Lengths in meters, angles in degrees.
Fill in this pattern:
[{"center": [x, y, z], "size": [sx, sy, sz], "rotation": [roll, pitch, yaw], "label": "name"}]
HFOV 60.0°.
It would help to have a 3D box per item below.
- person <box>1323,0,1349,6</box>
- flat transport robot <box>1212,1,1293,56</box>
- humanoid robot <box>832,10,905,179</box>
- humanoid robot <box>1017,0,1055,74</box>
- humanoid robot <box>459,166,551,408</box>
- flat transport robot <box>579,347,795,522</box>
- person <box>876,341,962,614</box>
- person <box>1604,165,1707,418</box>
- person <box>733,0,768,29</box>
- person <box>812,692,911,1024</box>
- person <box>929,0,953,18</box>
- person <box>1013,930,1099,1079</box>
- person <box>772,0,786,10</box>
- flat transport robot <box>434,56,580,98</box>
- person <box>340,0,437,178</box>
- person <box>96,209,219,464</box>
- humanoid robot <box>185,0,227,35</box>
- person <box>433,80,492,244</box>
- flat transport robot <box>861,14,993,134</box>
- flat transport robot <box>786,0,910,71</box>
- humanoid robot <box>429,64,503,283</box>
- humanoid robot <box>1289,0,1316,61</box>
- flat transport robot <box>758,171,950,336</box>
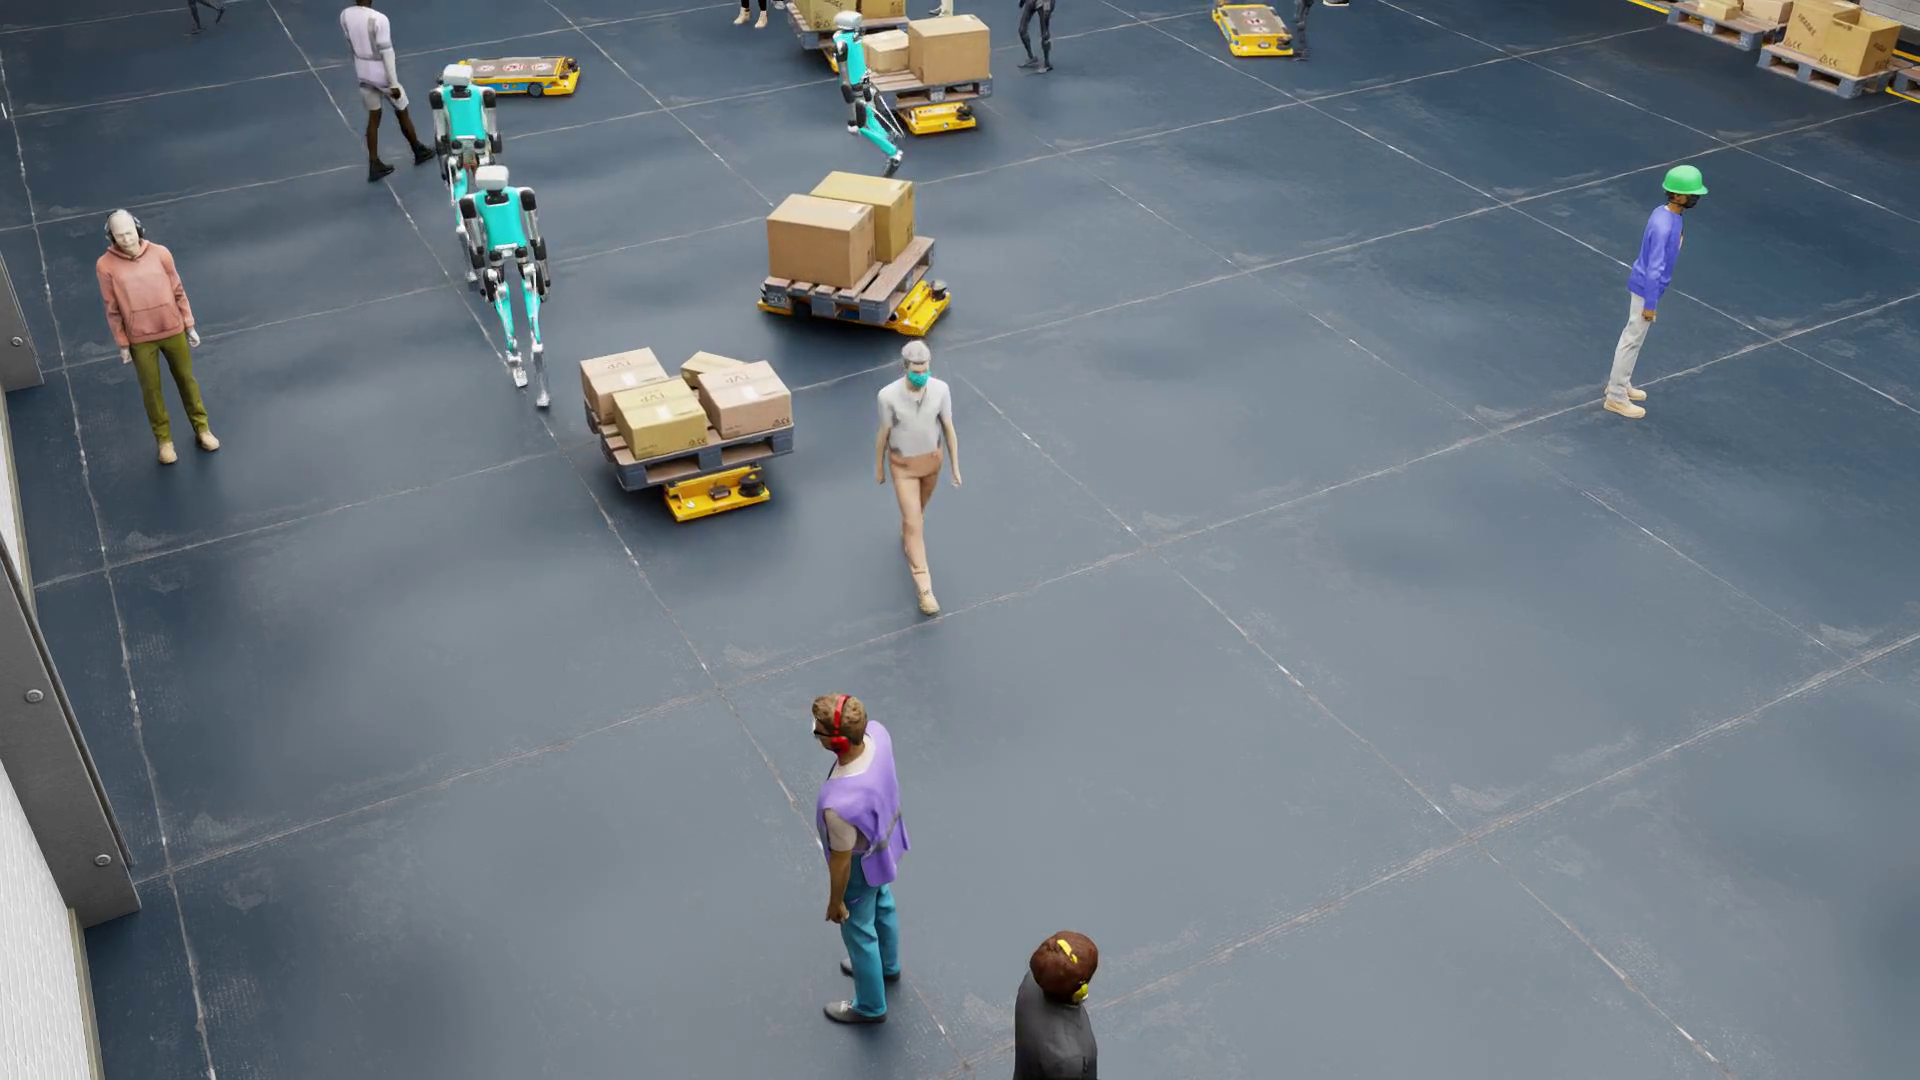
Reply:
[{"center": [4.563, -7.353, 19.757], "size": [0.411, 1.949, 0.601], "rotation": [8, 36, 12], "label": "person"}, {"center": [3.354, -5.873, 19.100], "size": [0.659, 0.231, 1.431], "rotation": [-2, 35, -3], "label": "flat transport robot"}, {"center": [-0.731, -3.808, 14.872], "size": [0.762, 1.775, 0.544], "rotation": [8, 36, 12], "label": "humanoid robot"}, {"center": [0.837, -5.858, 17.853], "size": [0.339, 1.649, 0.590], "rotation": [-20, 40, -26], "label": "humanoid robot"}, {"center": [-3.201, -1.743, 11.944], "size": [0.551, 1.780, 0.881], "rotation": [-8, 36, -12], "label": "humanoid robot"}, {"center": [-1.873, -0.621, 11.603], "size": [0.659, 0.231, 1.431], "rotation": [-15, 38, -20], "label": "flat transport robot"}, {"center": [-0.260, -0.480, 10.167], "size": [0.486, 1.691, 0.944], "rotation": [-12, 37, -17], "label": "person"}, {"center": [4.943, -1.782, 11.864], "size": [0.351, 1.874, 0.459], "rotation": [15, 38, 20], "label": "person"}, {"center": [-2.450, -6.757, 19.123], "size": [0.534, 1.693, 0.317], "rotation": [18, 39, 24], "label": "person"}, {"center": [-0.430, 1.414, 7.336], "size": [0.390, 1.836, 0.557], "rotation": [10, 36, 14], "label": "person"}, {"center": [-0.193, -6.923, 19.230], "size": [0.394, 1.841, 0.562], "rotation": [3, 35, 4], "label": "person"}, {"center": [0.366, 2.150, 6.245], "size": [0.344, 1.875, 0.501], "rotation": [-7, 36, -9], "label": "person"}, {"center": [-2.067, -7.040, 19.403], "size": [0.574, 1.828, 0.981], "rotation": [-12, 37, -17], "label": "person"}, {"center": [-4.830, -4.939, 17.768], "size": [1.431, 0.231, 0.659], "rotation": [-3, 35, -4], "label": "flat transport robot"}, {"center": [-5.410, -4.370, 15.534], "size": [0.563, 1.900, 0.812], "rotation": [14, 37, 19], "label": "person"}, {"center": [-5.493, -1.410, 11.363], "size": [0.518, 1.836, 0.366], "rotation": [-21, 40, -27], "label": "person"}, {"center": [-8.770, -6.618, 18.962], "size": [0.513, 1.642, 0.590], "rotation": [-19, 39, -25], "label": "humanoid robot"}, {"center": [-4.148, -3.193, 14.080], "size": [0.515, 1.638, 0.650], "rotation": [-18, 39, -24], "label": "person"}, {"center": [-0.389, -4.568, 17.237], "size": [0.659, 0.231, 1.431], "rotation": [-12, 37, -16], "label": "flat transport robot"}, {"center": [-1.251, -5.617, 18.736], "size": [0.659, 0.231, 1.431], "rotation": [-9, 36, -13], "label": "flat transport robot"}, {"center": [-4.017, -2.956, 13.673], "size": [0.558, 1.765, 0.960], "rotation": [-5, 35, -7], "label": "humanoid robot"}, {"center": [3.795, -6.077, 18.172], "size": [0.331, 1.649, 0.588], "rotation": [7, 36, 10], "label": "humanoid robot"}, {"center": [-0.864, -1.983, 13.547], "size": [1.431, 0.231, 0.659], "rotation": [11, 37, 15], "label": "flat transport robot"}]
